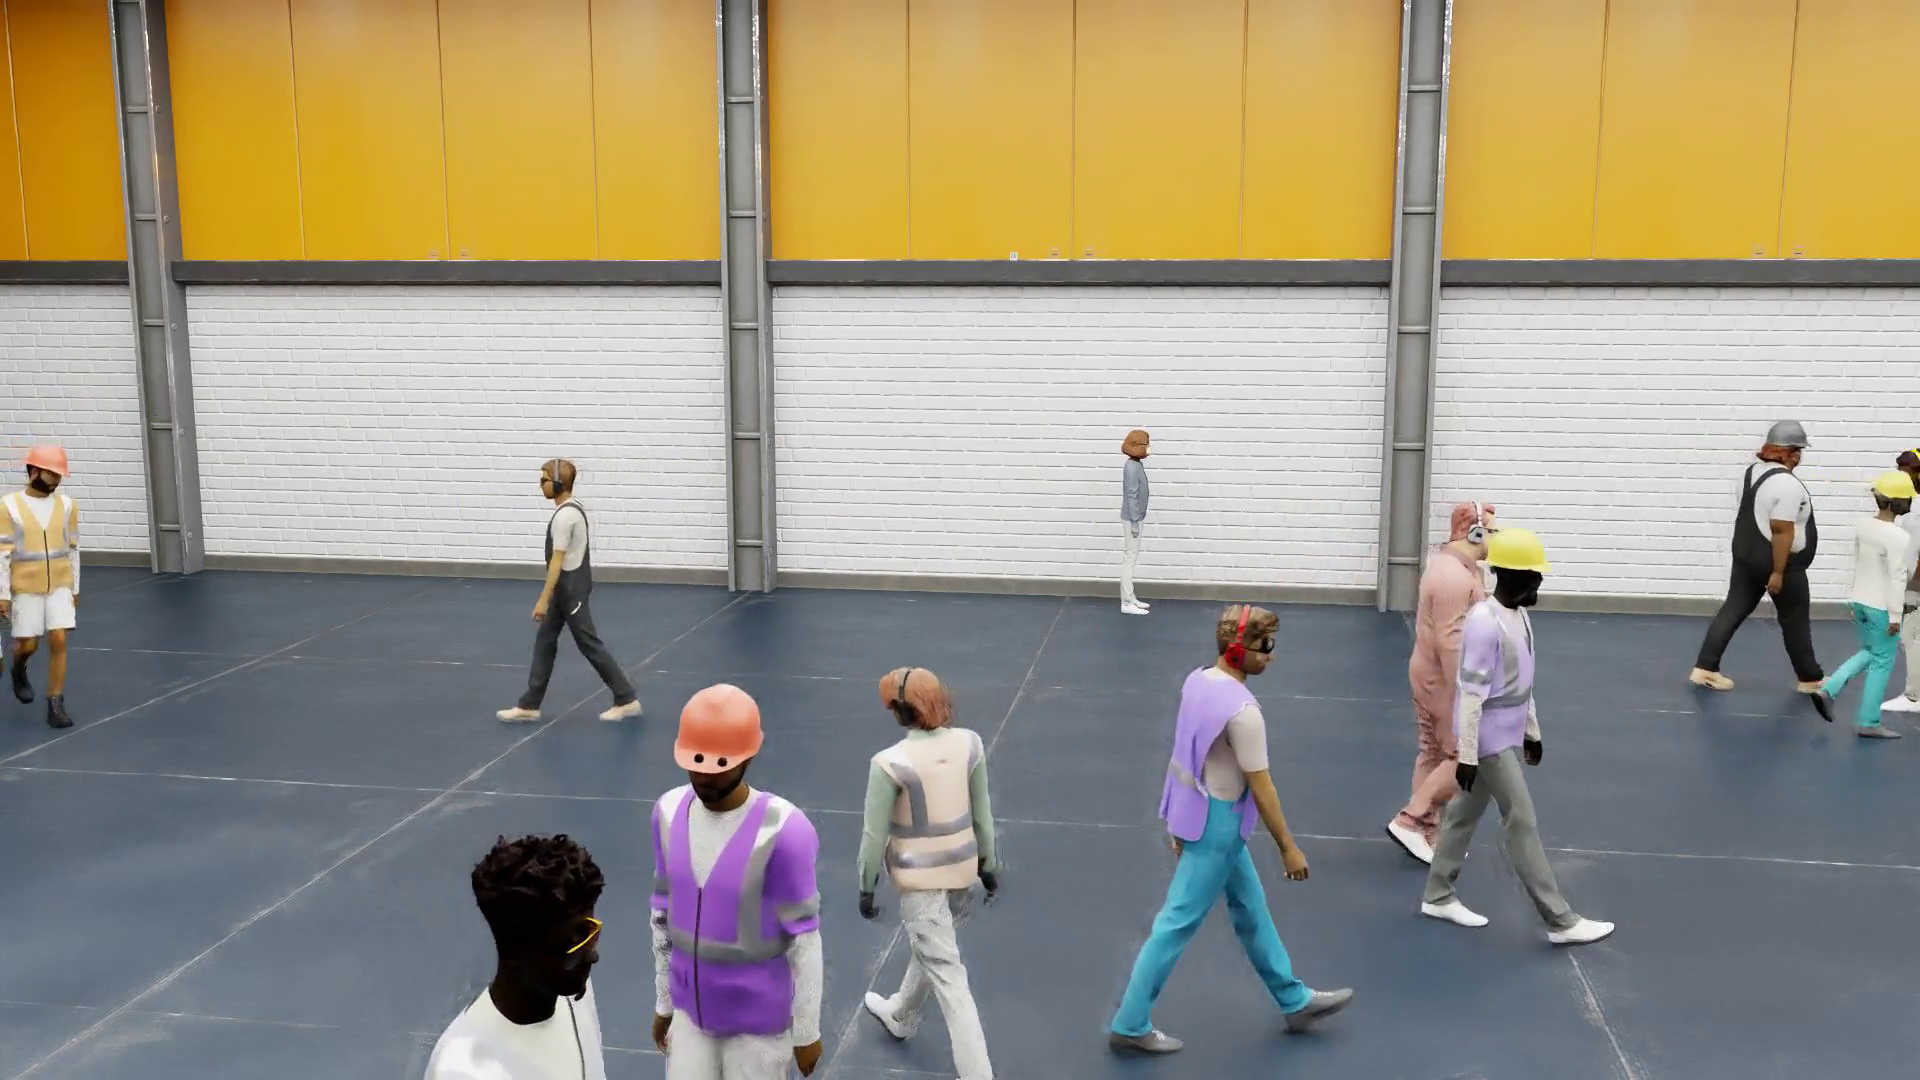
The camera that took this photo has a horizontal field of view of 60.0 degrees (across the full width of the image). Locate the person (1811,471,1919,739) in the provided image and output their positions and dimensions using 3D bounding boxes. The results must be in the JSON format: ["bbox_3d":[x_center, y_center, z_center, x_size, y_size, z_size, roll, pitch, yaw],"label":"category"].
[{"bbox_3d":[5.884,0.424,10.743,0.461,1.758,0.532,0,9,-2],"label":"person"}]

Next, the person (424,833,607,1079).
[{"bbox_3d":[-0.832,1.522,3.384,0.511,1.945,0.652,2,9,11],"label":"person"}]

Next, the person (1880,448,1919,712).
[{"bbox_3d":[6.523,0.283,11.351,0.410,1.845,0.557,3,10,19],"label":"person"}]

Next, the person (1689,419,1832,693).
[{"bbox_3d":[5.803,0.092,11.928,1.027,2.000,0.686,-1,9,-8],"label":"person"}]

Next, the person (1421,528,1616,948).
[{"bbox_3d":[2.538,0.915,7.481,0.925,1.828,0.612,5,10,28],"label":"person"}]

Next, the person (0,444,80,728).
[{"bbox_3d":[-6.199,0.291,11.164,0.728,1.891,0.571,8,12,42],"label":"person"}]

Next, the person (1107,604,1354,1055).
[{"bbox_3d":[1.045,1.120,6.394,1.035,1.773,0.567,-1,9,-6],"label":"person"}]

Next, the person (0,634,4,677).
[{"bbox_3d":[-5.519,0.610,9.090,0.408,1.925,0.576,4,10,26],"label":"person"}]

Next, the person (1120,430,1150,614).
[{"bbox_3d":[1.560,-0.166,14.770,0.278,1.633,0.507,1,9,9],"label":"person"}]

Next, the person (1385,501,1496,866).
[{"bbox_3d":[2.484,0.739,8.438,0.416,1.880,0.676,3,10,16],"label":"person"}]

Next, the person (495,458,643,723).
[{"bbox_3d":[-2.606,0.347,11.102,0.959,1.806,0.511,-2,9,-13],"label":"person"}]

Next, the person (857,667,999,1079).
[{"bbox_3d":[-0.144,1.247,6.175,0.534,1.581,0.885,-8,12,-40],"label":"person"}]

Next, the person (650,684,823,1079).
[{"bbox_3d":[-0.612,1.310,4.845,0.563,1.913,0.701,5,11,30],"label":"person"}]
